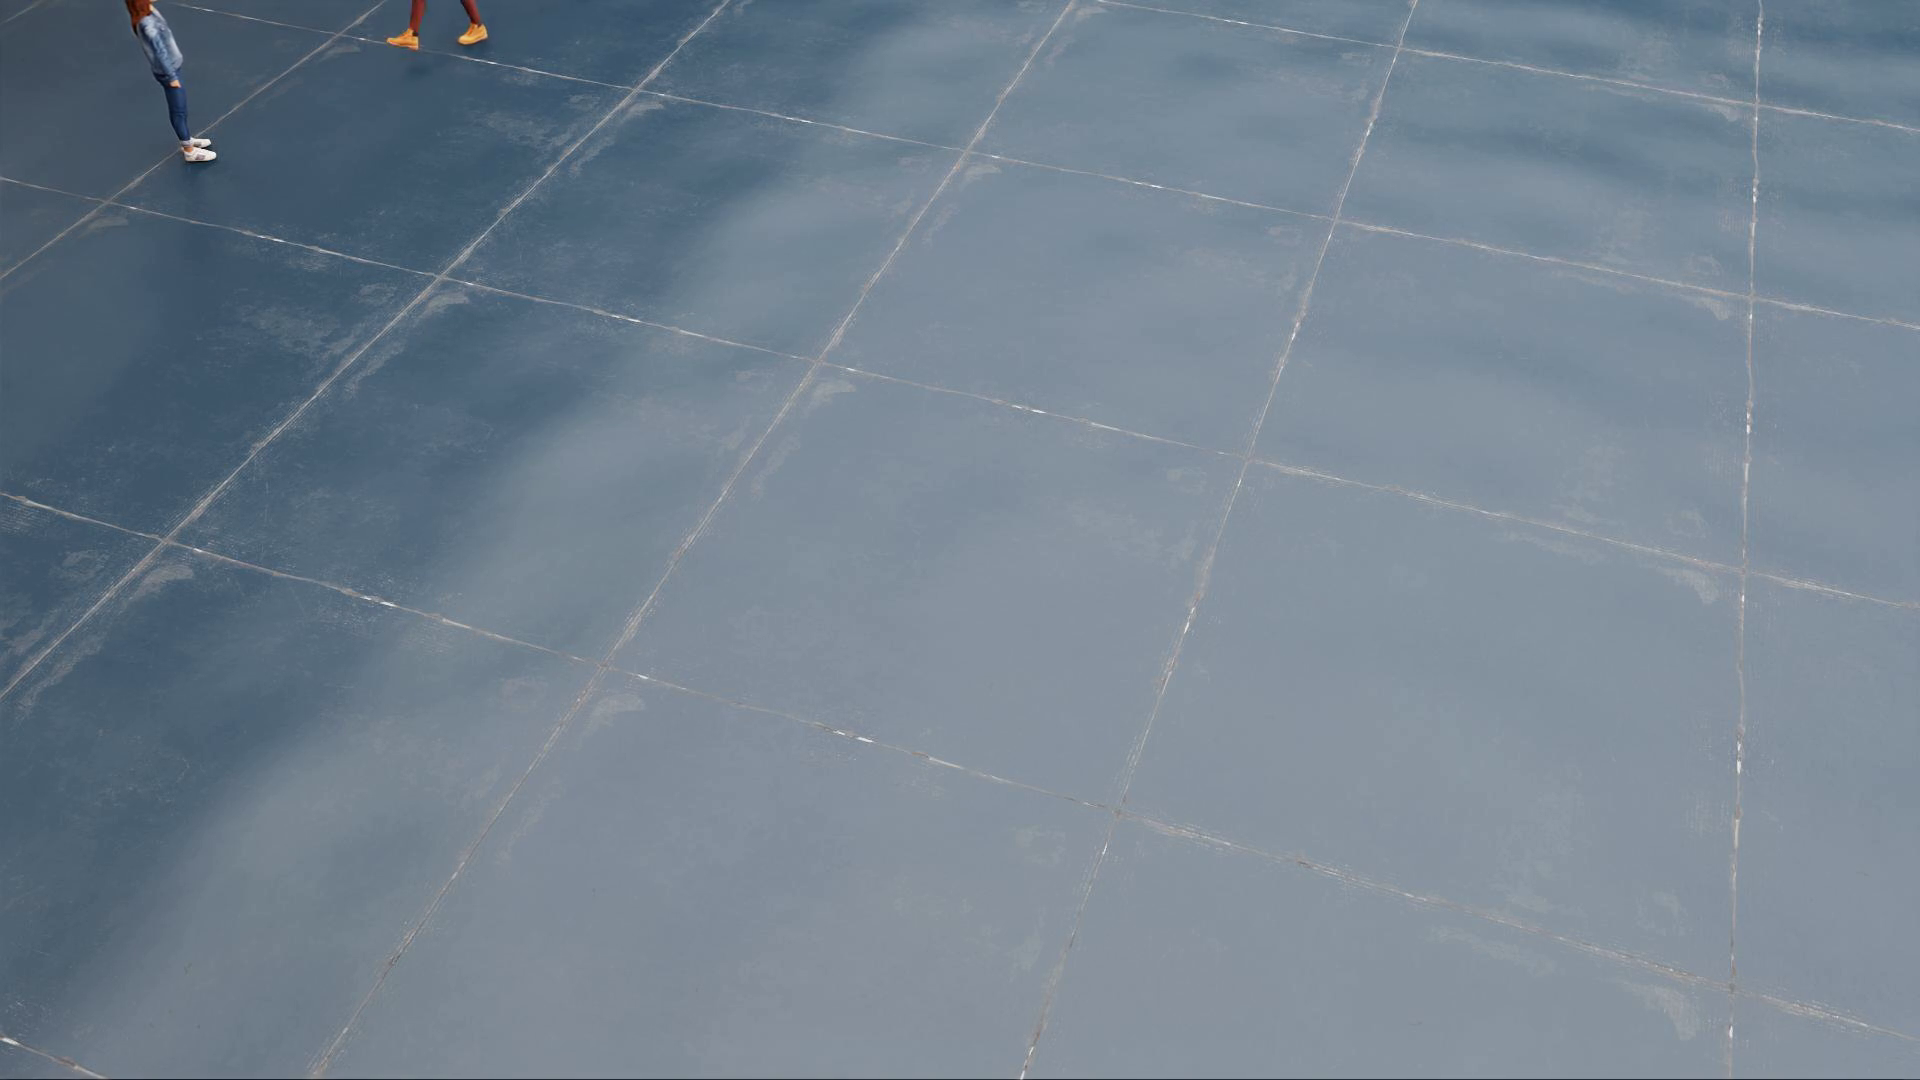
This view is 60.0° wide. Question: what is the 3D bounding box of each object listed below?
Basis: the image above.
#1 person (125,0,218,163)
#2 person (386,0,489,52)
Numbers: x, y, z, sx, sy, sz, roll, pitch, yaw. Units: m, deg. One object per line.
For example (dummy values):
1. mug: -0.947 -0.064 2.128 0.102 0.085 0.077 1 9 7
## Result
1. person: -6.161 -3.658 12.908 0.684 1.476 0.622 -19 46 -19
2. person: -4.384 -5.019 14.205 1.028 1.695 1.113 -30 51 -28
